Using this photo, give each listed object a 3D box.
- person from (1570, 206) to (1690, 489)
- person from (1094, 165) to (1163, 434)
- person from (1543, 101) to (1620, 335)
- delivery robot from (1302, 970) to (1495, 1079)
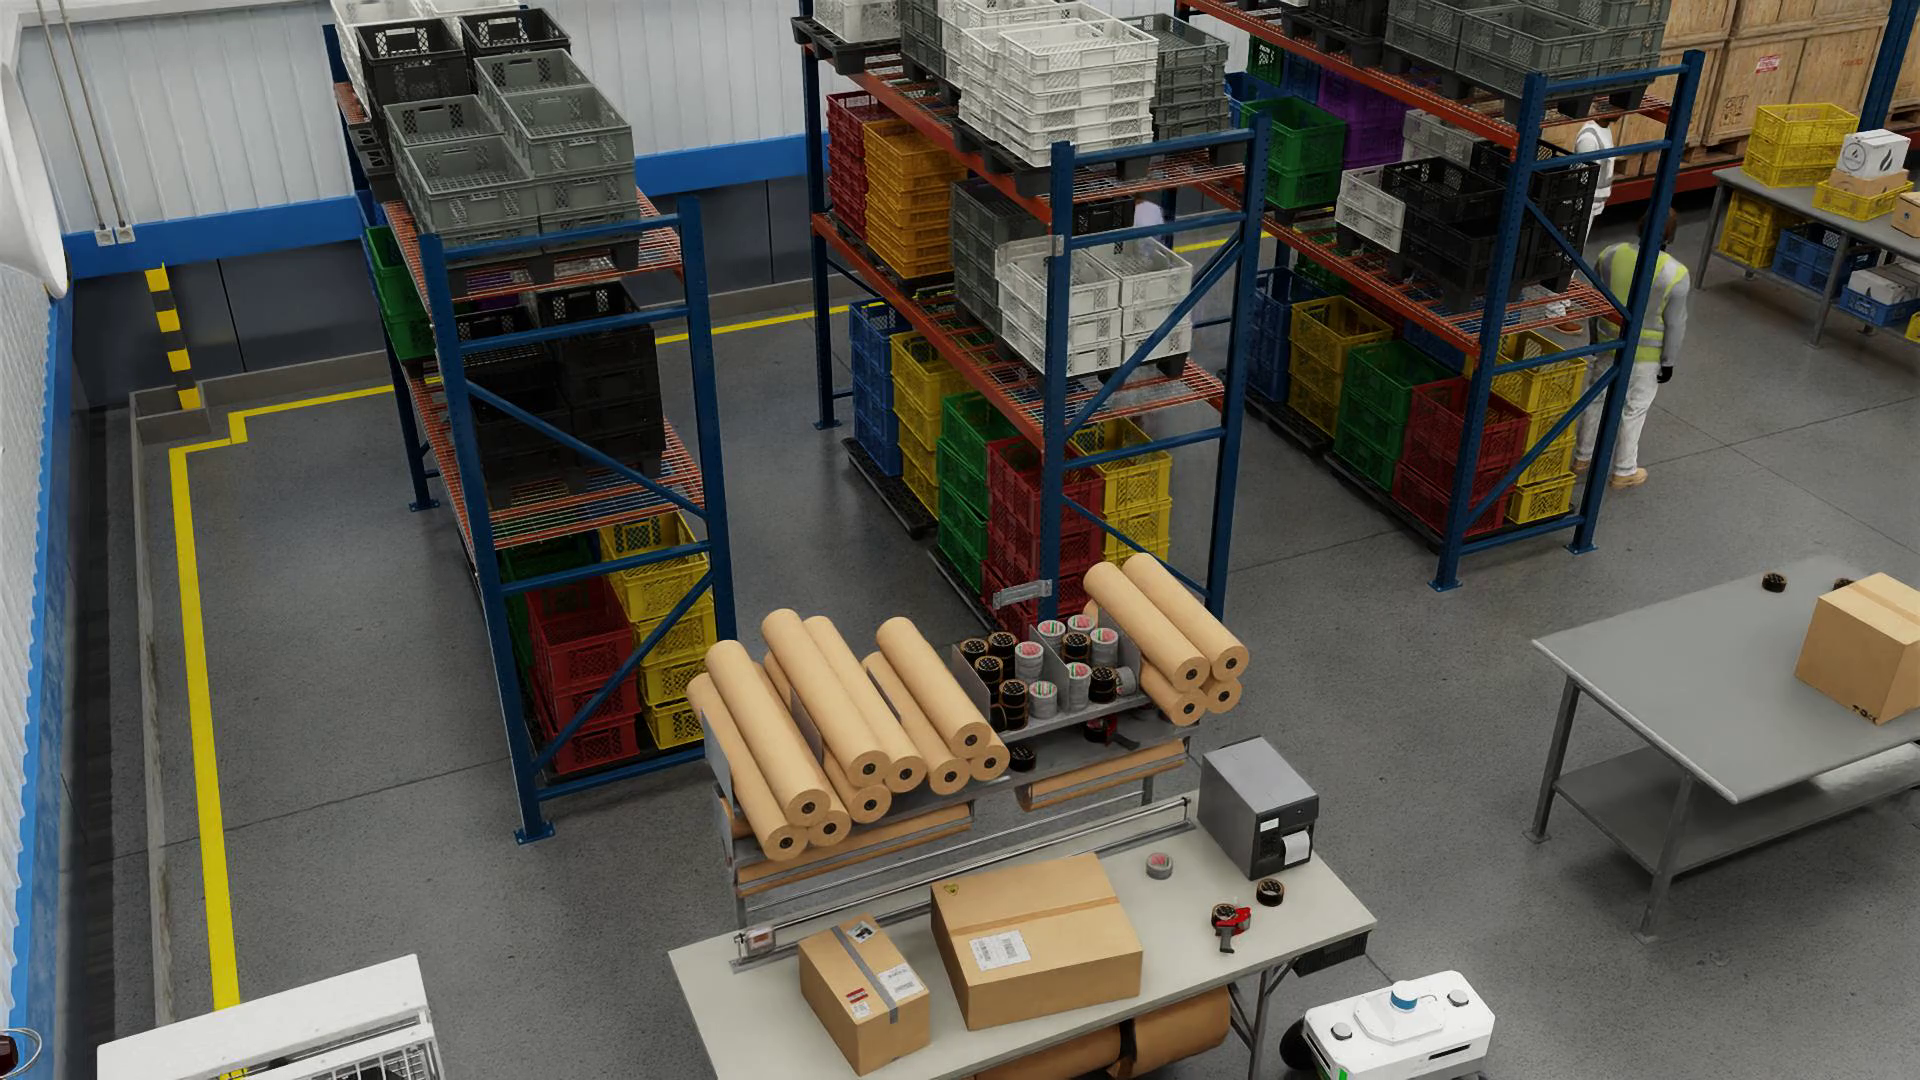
[{"bbox_3d":[4.215,-1.210,10.423,0.429,1.844,0.625,-23,38,-32],"label":"person"},{"bbox_3d":[1.057,-1.547,10.886,0.403,1.928,0.661,19,36,28],"label":"person"},{"bbox_3d":[4.679,-2.485,12.454,0.355,1.883,0.576,14,34,22],"label":"person"},{"bbox_3d":[1.702,1.921,6.470,0.707,0.478,0.477,-10,33,-16],"label":"delivery robot"}]
